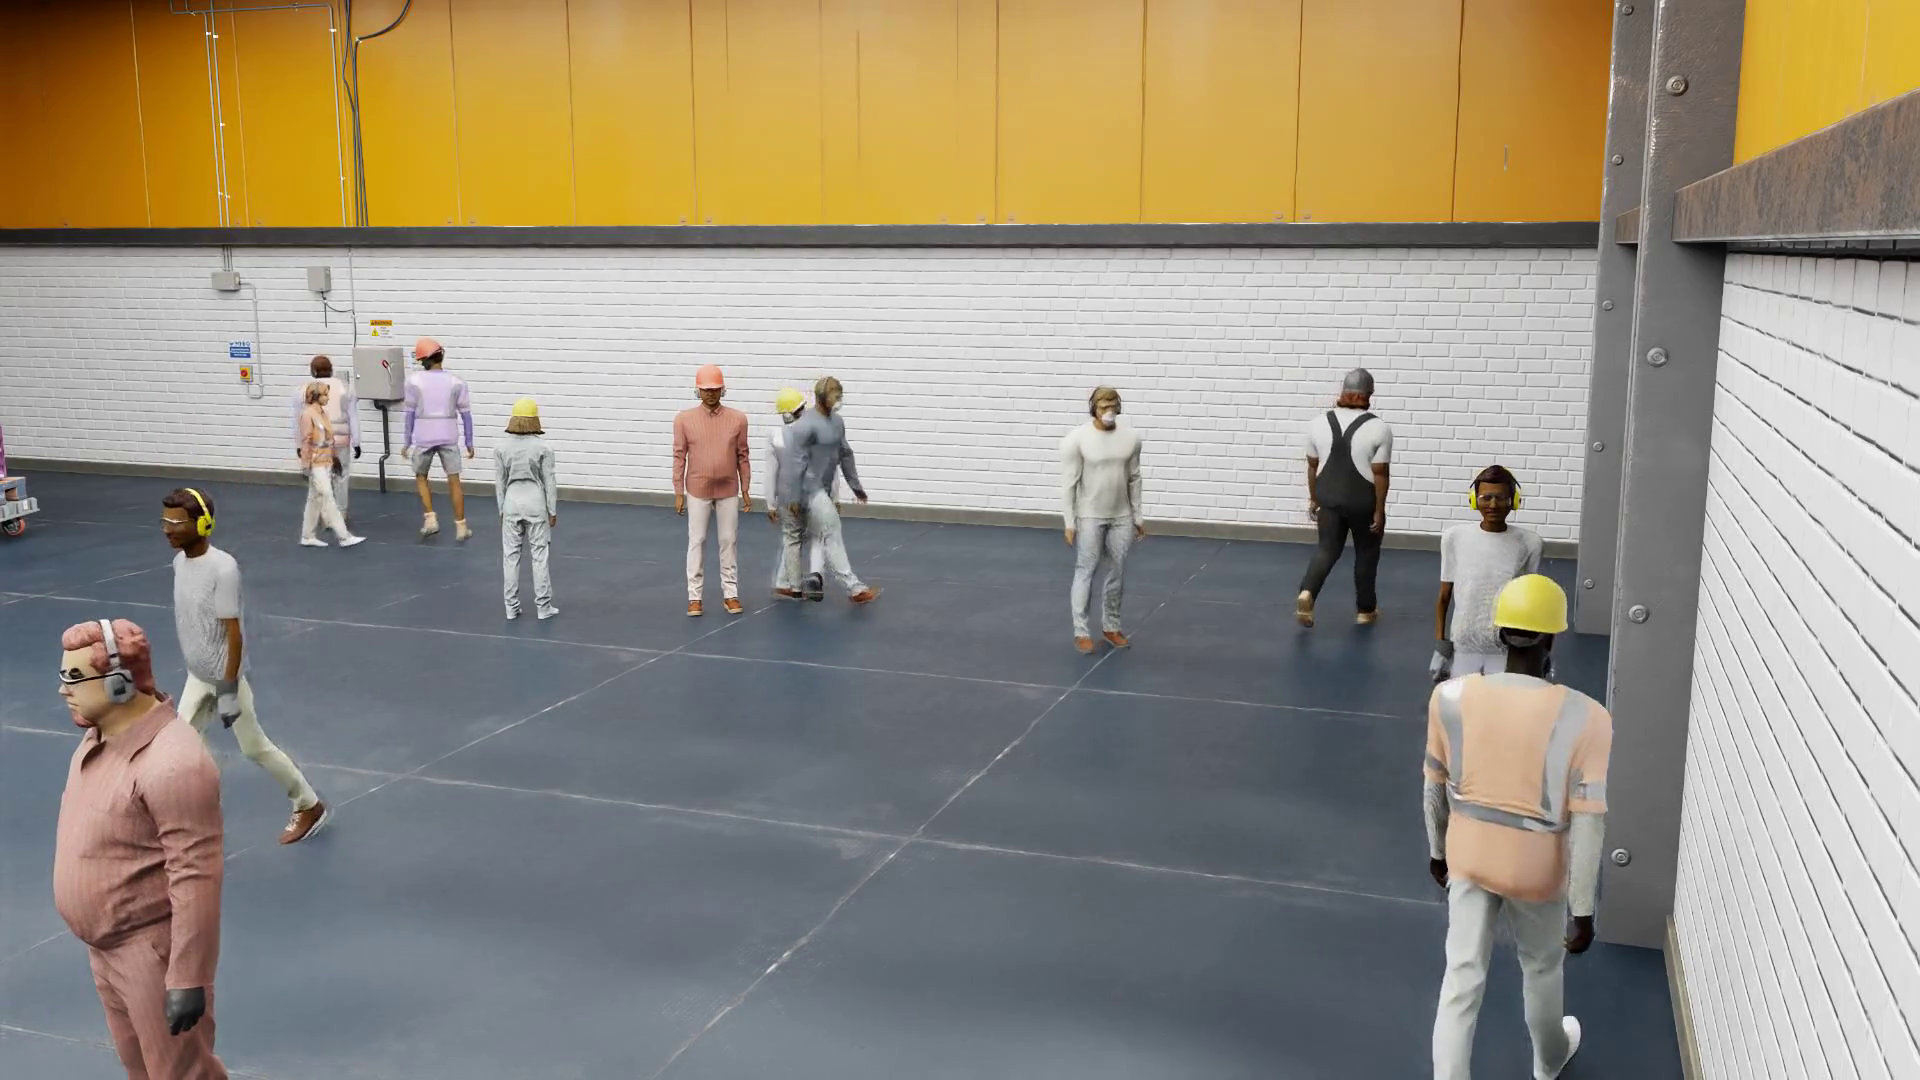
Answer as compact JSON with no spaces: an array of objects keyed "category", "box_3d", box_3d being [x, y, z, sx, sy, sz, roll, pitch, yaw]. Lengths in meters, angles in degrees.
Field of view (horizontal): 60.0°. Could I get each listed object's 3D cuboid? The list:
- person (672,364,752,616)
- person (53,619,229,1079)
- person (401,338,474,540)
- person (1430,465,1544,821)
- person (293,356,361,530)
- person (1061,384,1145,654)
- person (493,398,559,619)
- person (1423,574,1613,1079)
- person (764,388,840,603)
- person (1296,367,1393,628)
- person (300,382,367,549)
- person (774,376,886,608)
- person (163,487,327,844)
[{"category":"person","box_3d":[-1.955,-0.393,13.162,0.626,1.992,0.387,-3,11,-18]},{"category":"person","box_3d":[-2.325,1.153,4.711,0.652,1.904,0.402,10,14,43]},{"category":"person","box_3d":[-5.197,-0.993,16.530,0.714,2.009,0.582,-4,11,-24]},{"category":"person","box_3d":[2.583,0.553,8.181,0.518,1.874,0.330,2,10,14]},{"category":"person","box_3d":[-6.567,-1.016,17.277,0.634,1.794,0.969,-5,11,-26]},{"category":"person","box_3d":[1.026,-0.155,11.979,0.637,1.937,0.356,-4,11,-23]},{"category":"person","box_3d":[-3.396,-0.245,13.061,0.483,1.737,0.322,0,10,0]},{"category":"person","box_3d":[1.819,1.036,5.466,0.609,1.870,1.009,7,12,33]},{"category":"person","box_3d":[-1.274,-0.346,13.462,0.617,1.789,0.607,-1,10,-8]},{"category":"person","box_3d":[2.930,-0.327,12.664,0.689,2.000,0.887,8,13,38]},{"category":"person","box_3d":[-6.096,-0.716,16.031,0.623,1.614,0.539,-1,10,-3]},{"category":"person","box_3d":[-1.073,-0.387,13.443,1.053,1.870,0.652,3,11,18]},{"category":"person","box_3d":[-3.484,0.636,7.877,0.539,1.824,0.989,7,12,34]}]
